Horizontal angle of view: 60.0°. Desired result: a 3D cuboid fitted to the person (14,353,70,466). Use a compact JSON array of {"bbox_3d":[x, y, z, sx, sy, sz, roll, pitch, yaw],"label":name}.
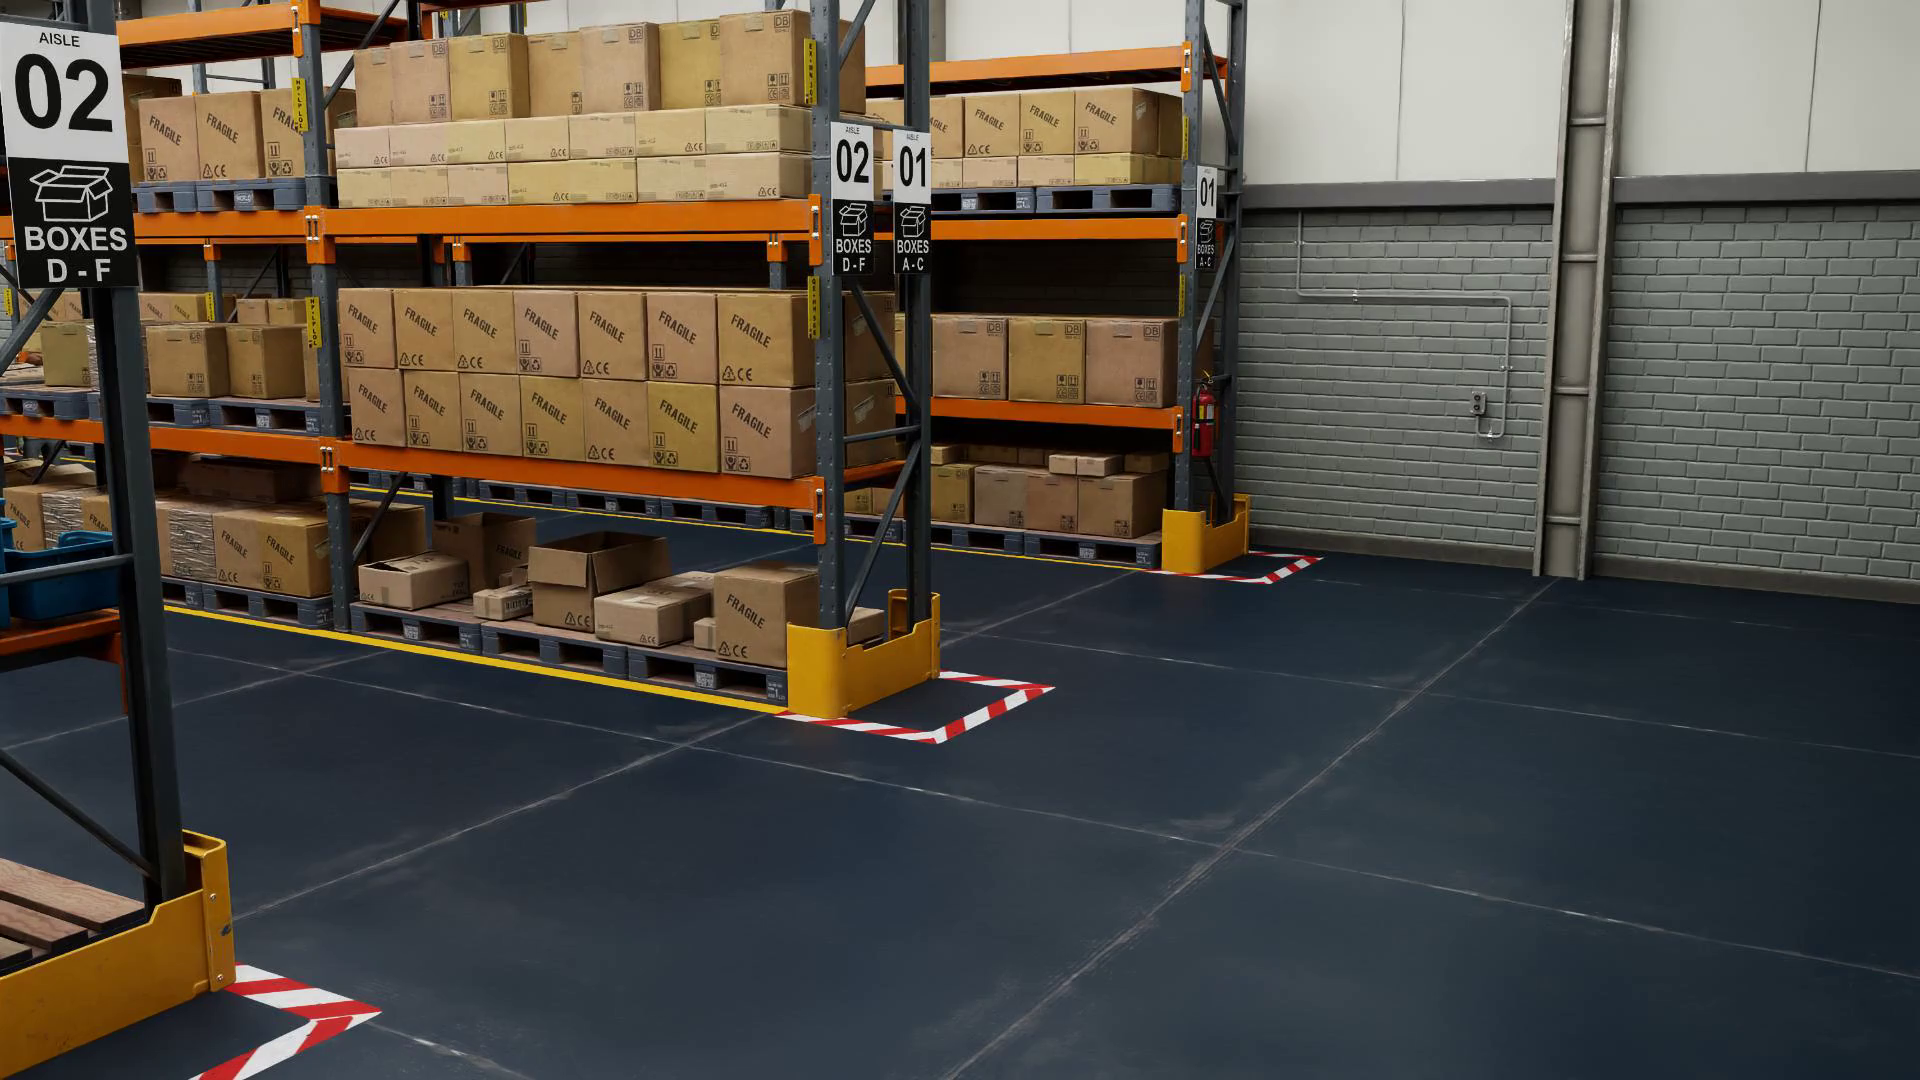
[{"bbox_3d":[-8.642,-0.942,15.644,0.289,1.633,0.499,6,11,32],"label":"person"}]
